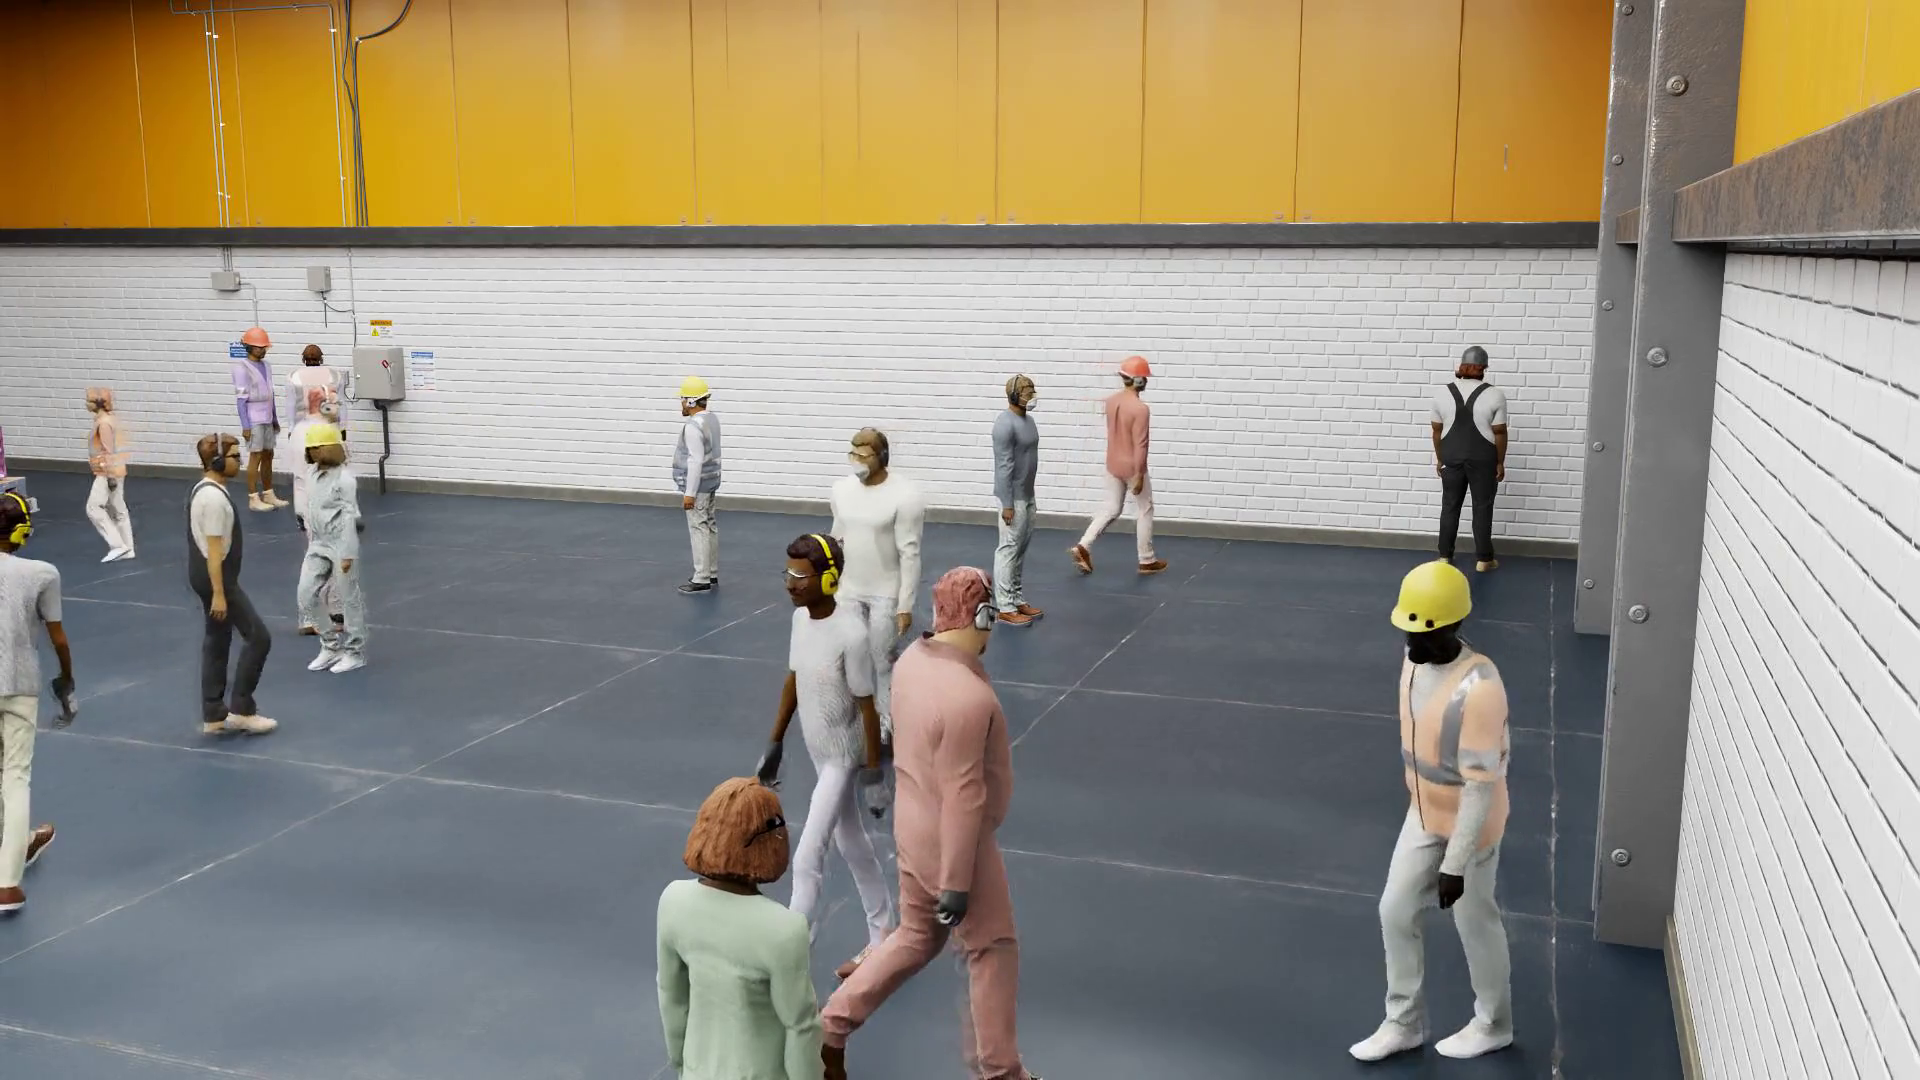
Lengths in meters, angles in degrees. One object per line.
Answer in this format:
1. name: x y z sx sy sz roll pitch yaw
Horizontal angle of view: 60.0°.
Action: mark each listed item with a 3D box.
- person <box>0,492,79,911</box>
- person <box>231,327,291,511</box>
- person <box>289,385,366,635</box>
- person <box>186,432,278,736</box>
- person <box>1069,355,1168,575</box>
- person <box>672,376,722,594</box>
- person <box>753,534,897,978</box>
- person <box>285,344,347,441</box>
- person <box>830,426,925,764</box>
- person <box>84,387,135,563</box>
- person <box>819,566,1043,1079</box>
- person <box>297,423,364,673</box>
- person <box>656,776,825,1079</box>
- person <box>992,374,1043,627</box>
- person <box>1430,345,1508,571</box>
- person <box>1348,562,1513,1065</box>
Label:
1. person: -4.312 0.703 7.502 0.552 1.814 0.978 -3 10 -14
2. person: -7.699 -1.319 18.303 0.405 2.029 0.607 2 10 9
3. person: -4.719 -0.227 12.564 0.671 1.883 0.648 -7 12 -35
4. person: -4.307 0.269 9.895 0.554 1.827 0.556 -6 12 -30
5. person: 1.427 -0.648 14.690 0.873 1.968 0.608 -6 12 -32
6. person: -2.214 -0.463 14.012 0.404 1.831 0.600 1 10 7
7. person: -0.596 0.880 6.451 0.914 1.828 0.524 -5 11 -26
8. person: -7.076 -1.230 18.309 0.636 1.842 0.429 -5 11 -27
9. person: -0.497 0.323 9.321 0.657 1.924 0.442 6 12 32
10. person: -7.861 -0.594 15.315 0.419 1.627 0.512 -4 11 -23
11. person: -0.109 1.016 5.594 0.826 1.870 0.650 -4 11 -21
12. person: -4.304 0.064 11.316 0.511 1.724 0.484 6 12 30
13. person: -0.534 1.386 4.158 0.497 1.634 0.279 7 12 35
14. person: 0.447 -0.313 12.871 0.364 1.939 0.636 4 11 19
15. person: 4.616 -0.745 15.018 0.683 2.000 0.538 7 12 34
16. person: 1.705 0.977 5.796 0.754 1.862 0.612 -3 11 -17
